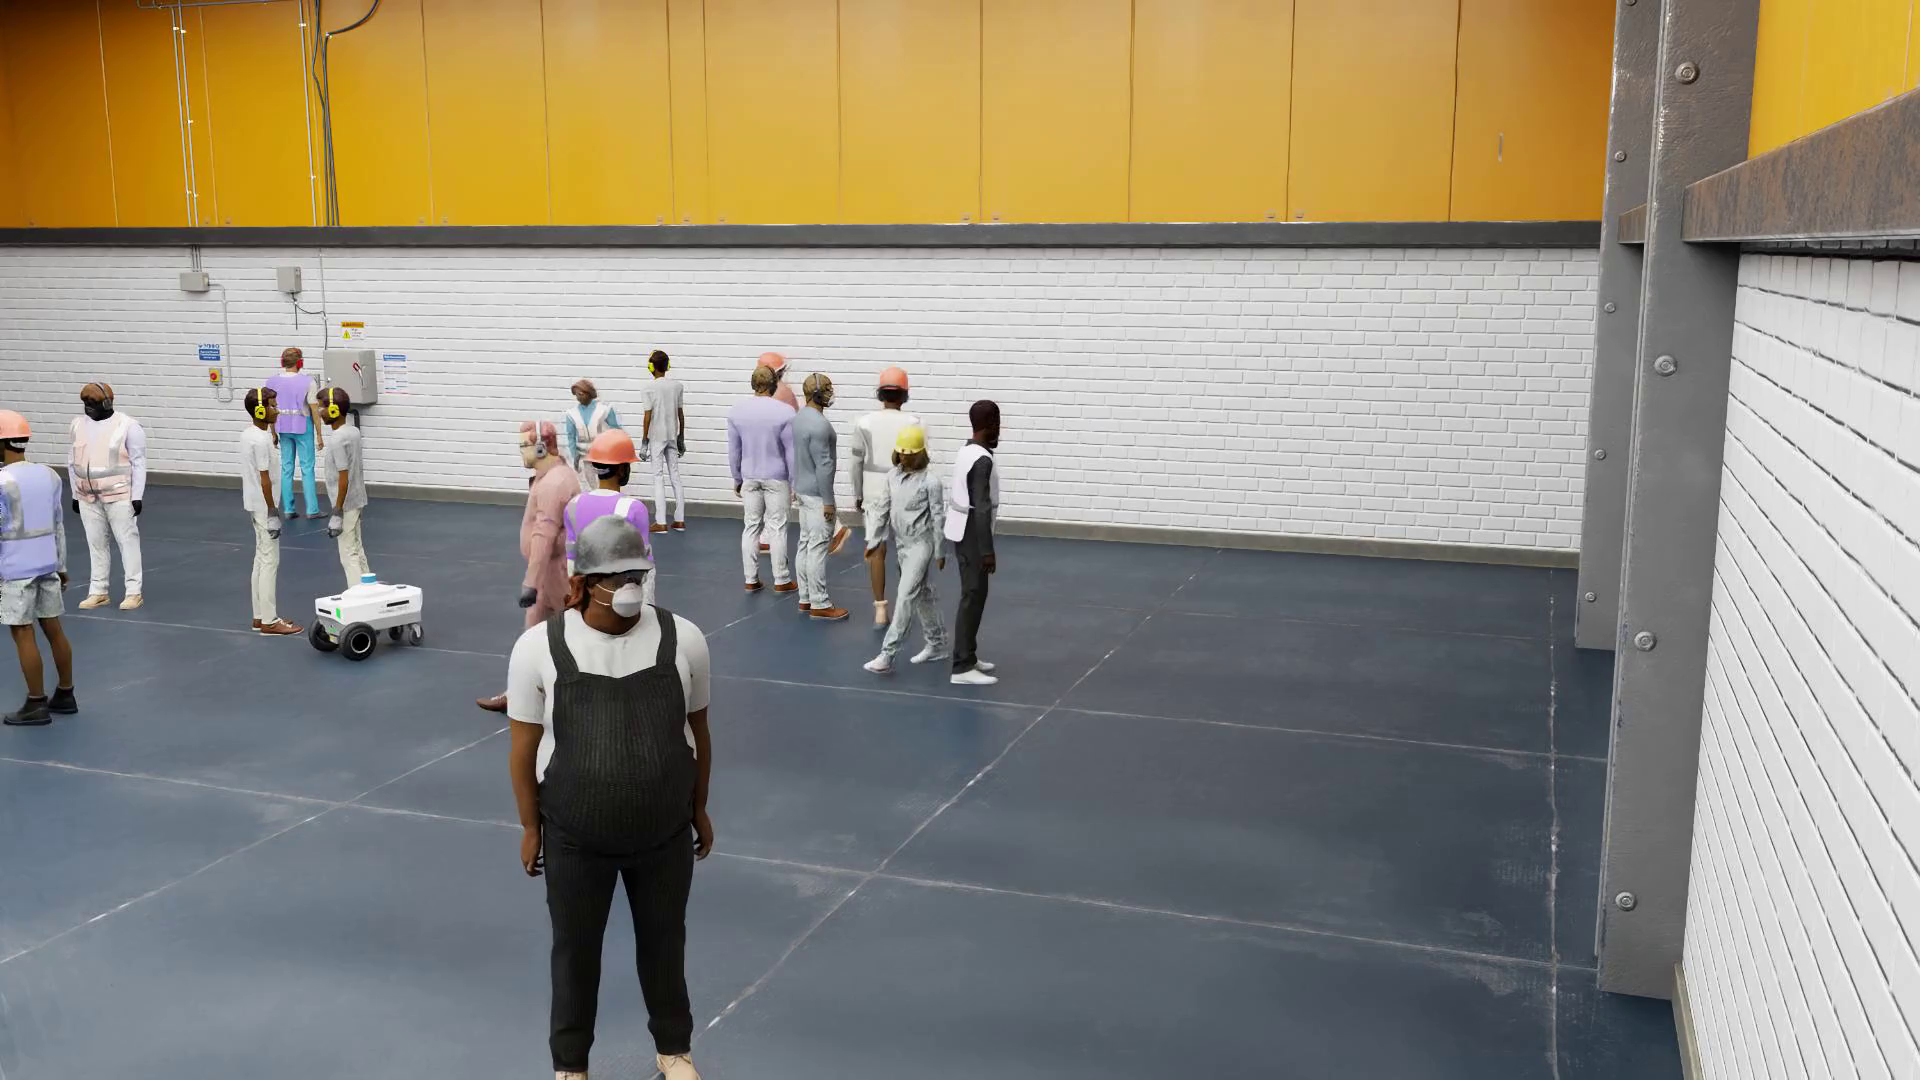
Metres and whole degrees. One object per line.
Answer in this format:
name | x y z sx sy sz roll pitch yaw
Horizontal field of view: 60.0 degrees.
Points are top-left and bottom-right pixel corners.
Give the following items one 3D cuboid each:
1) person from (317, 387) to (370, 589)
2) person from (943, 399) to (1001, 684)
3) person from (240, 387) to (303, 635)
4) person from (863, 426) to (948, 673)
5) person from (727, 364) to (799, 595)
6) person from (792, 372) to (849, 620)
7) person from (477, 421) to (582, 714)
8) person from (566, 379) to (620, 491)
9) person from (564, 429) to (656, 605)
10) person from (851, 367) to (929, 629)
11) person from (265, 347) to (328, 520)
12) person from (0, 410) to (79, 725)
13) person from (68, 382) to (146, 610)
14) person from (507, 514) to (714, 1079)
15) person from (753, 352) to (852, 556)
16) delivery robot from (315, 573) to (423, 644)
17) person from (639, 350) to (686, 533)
person | -4.665 -0.225 12.583 0.327 1.866 0.521 -1 10 -6
person | 0.087 0.011 11.152 0.391 1.905 0.611 -1 10 -6
person | -5.215 -0.217 12.527 0.313 1.869 0.538 -7 12 -33
person | -0.397 0.068 11.393 0.886 1.694 0.513 -8 13 -39
person | -1.623 -0.500 13.923 0.636 1.939 0.364 3 11 17
person | -1.116 -0.343 13.039 0.372 1.940 0.631 -4 11 -22
person | -2.555 0.212 10.148 0.927 1.863 0.647 -3 10 -15
person | -3.673 -0.837 16.812 0.531 1.590 0.739 2 10 11
person | -1.874 0.362 9.074 0.547 1.938 0.359 5 11 25
person | -0.547 -0.359 13.009 0.627 1.973 1.090 1 10 4
person | -7.068 -1.121 17.690 0.575 1.839 0.375 1 10 6
person | -5.744 0.168 10.189 0.399 1.929 0.558 3 10 14
person | -6.860 -0.349 13.365 0.619 1.838 0.430 1 10 5
person | -1.149 0.925 5.611 0.689 2.000 0.539 -4 11 -20
person | -1.538 -0.805 15.645 0.993 1.945 0.628 0 10 0
delivery robot | -4.252 0.485 11.999 0.477 0.478 0.707 9 14 40
person | -3.032 -1.000 16.948 0.535 1.864 0.309 -9 14 -42
